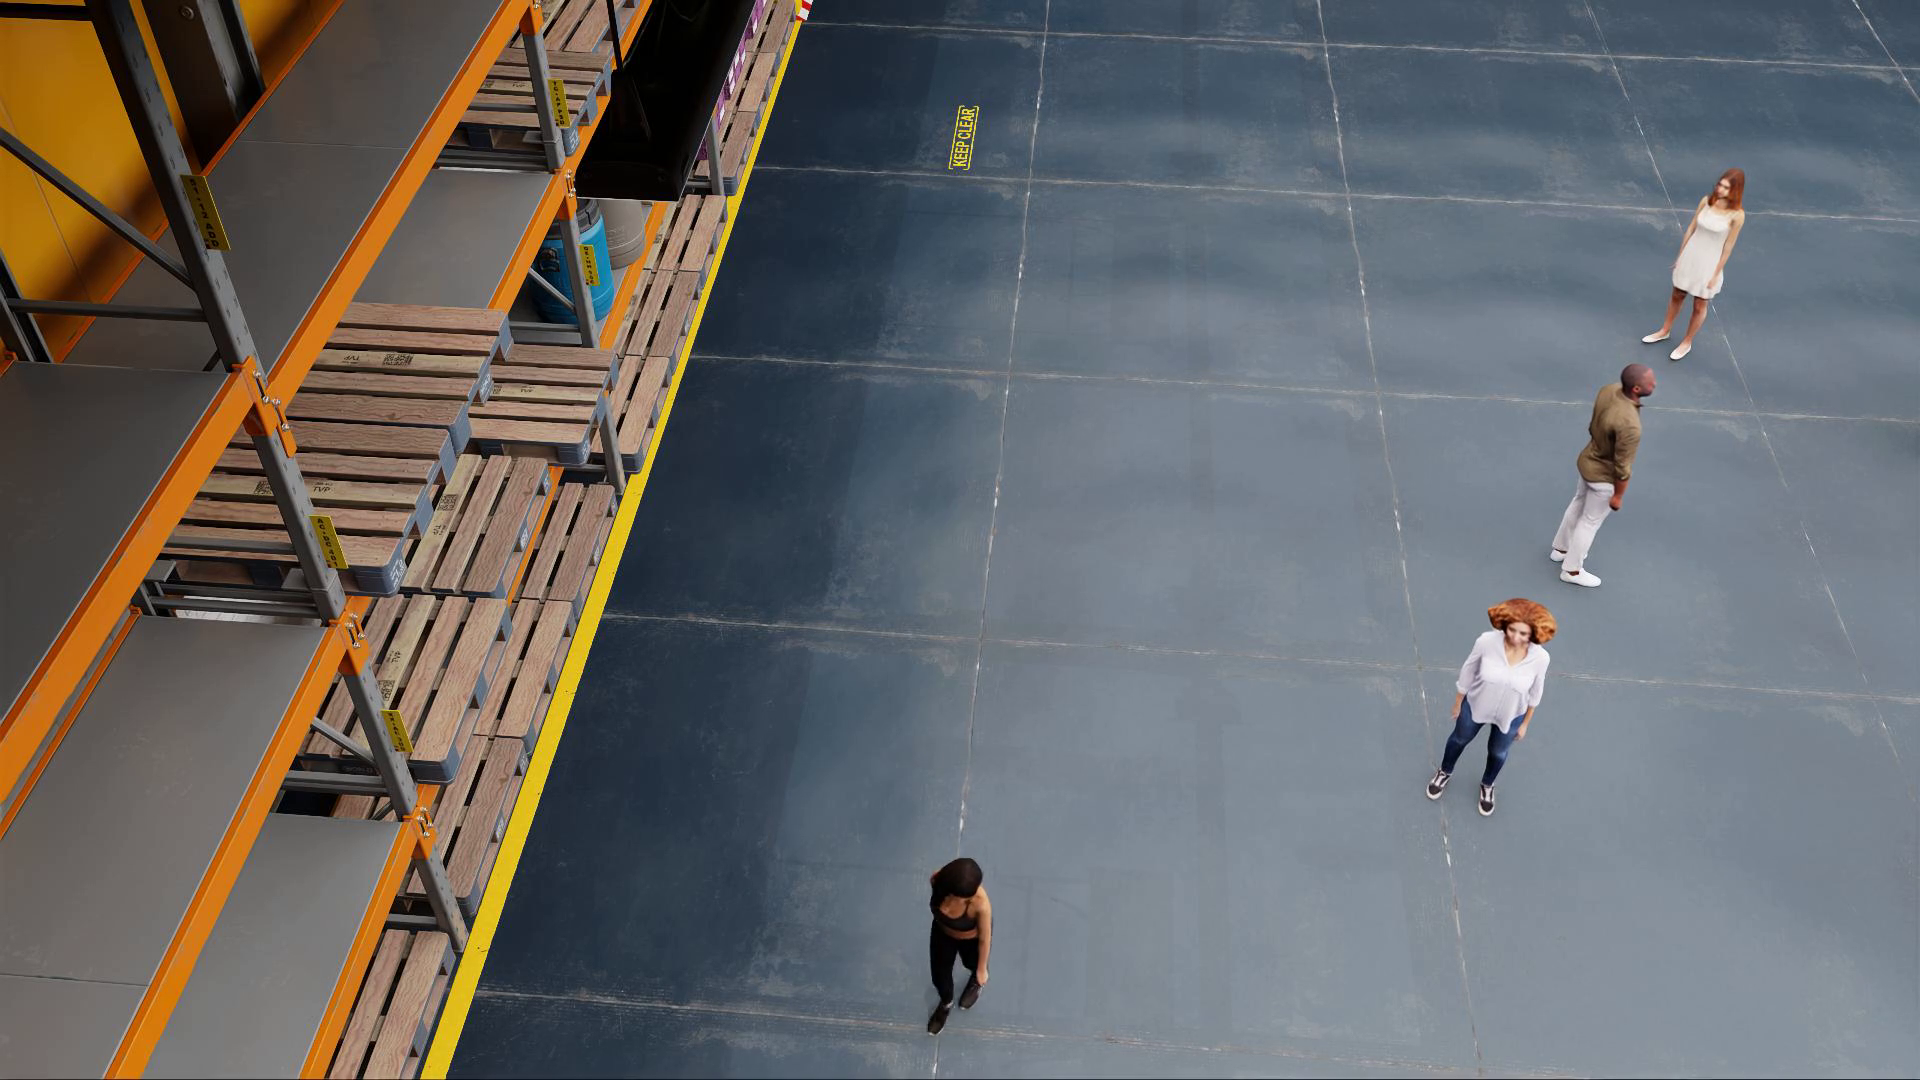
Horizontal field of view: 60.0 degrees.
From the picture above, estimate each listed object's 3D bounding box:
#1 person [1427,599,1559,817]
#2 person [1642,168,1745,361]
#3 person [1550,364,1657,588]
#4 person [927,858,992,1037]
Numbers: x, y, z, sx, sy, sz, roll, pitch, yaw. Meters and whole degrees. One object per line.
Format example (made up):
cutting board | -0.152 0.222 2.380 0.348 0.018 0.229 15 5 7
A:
person | 3.213 0.979 9.977 0.716 1.712 0.708 17 46 17
person | 5.965 -2.237 13.357 0.708 1.706 0.636 -25 49 -24
person | 4.410 -0.465 11.410 0.797 1.825 0.534 0 44 0
person | 0.030 2.059 8.919 0.710 1.608 0.823 26 49 24
